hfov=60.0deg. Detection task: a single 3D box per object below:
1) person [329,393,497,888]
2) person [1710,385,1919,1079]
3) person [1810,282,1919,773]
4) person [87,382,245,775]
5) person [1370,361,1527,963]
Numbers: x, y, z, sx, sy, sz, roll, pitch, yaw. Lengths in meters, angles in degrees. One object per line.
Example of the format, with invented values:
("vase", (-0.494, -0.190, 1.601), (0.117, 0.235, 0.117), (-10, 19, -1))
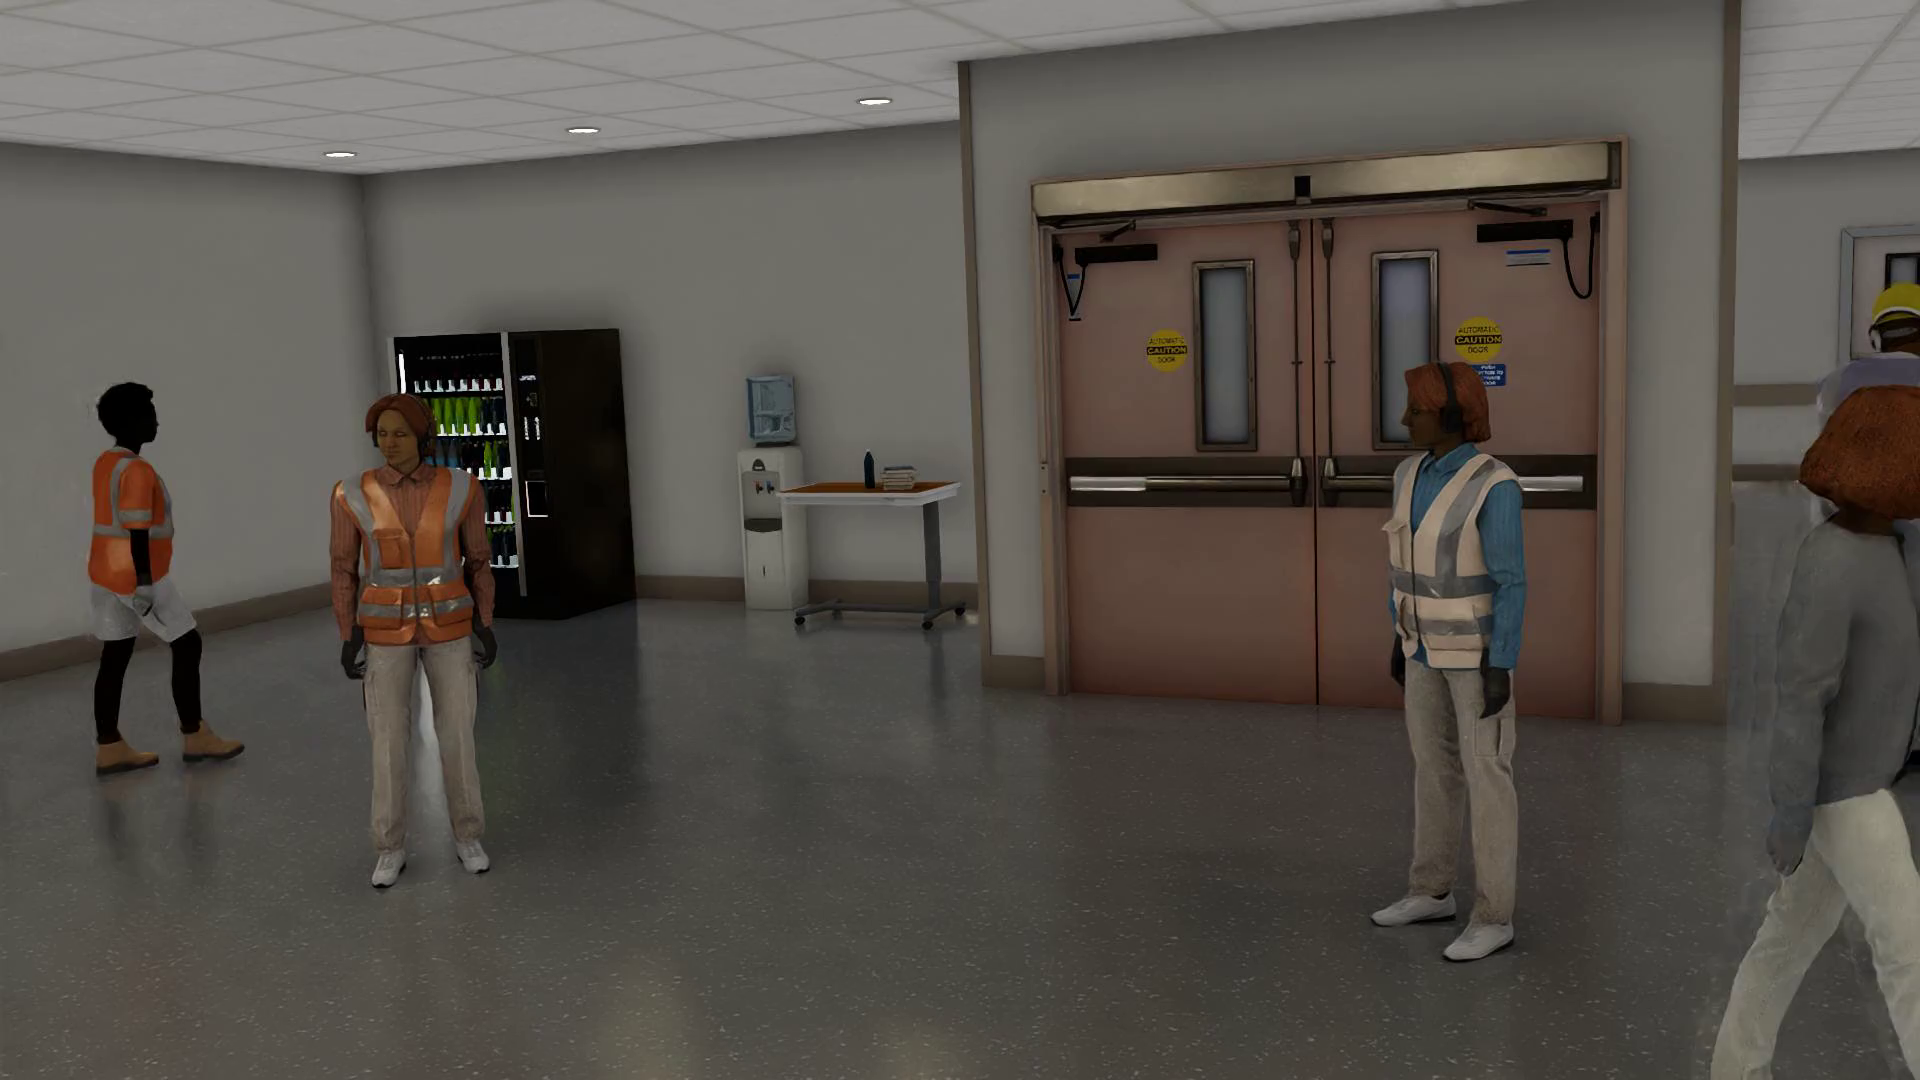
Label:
("person", (-1.810, 0.327, 5.563), (0.517, 1.636, 0.313), (-5, 8, -19))
("person", (1.856, 0.503, 3.223), (0.841, 1.595, 0.508), (4, 10, 40))
("person", (3.491, -0.047, 6.163), (0.453, 1.800, 0.673), (-6, 8, -25))
("person", (-3.489, 0.157, 7.214), (0.541, 1.669, 0.682), (5, 10, 44))
("person", (1.361, 0.327, 4.585), (0.315, 1.636, 0.514), (-5, 8, -20))
